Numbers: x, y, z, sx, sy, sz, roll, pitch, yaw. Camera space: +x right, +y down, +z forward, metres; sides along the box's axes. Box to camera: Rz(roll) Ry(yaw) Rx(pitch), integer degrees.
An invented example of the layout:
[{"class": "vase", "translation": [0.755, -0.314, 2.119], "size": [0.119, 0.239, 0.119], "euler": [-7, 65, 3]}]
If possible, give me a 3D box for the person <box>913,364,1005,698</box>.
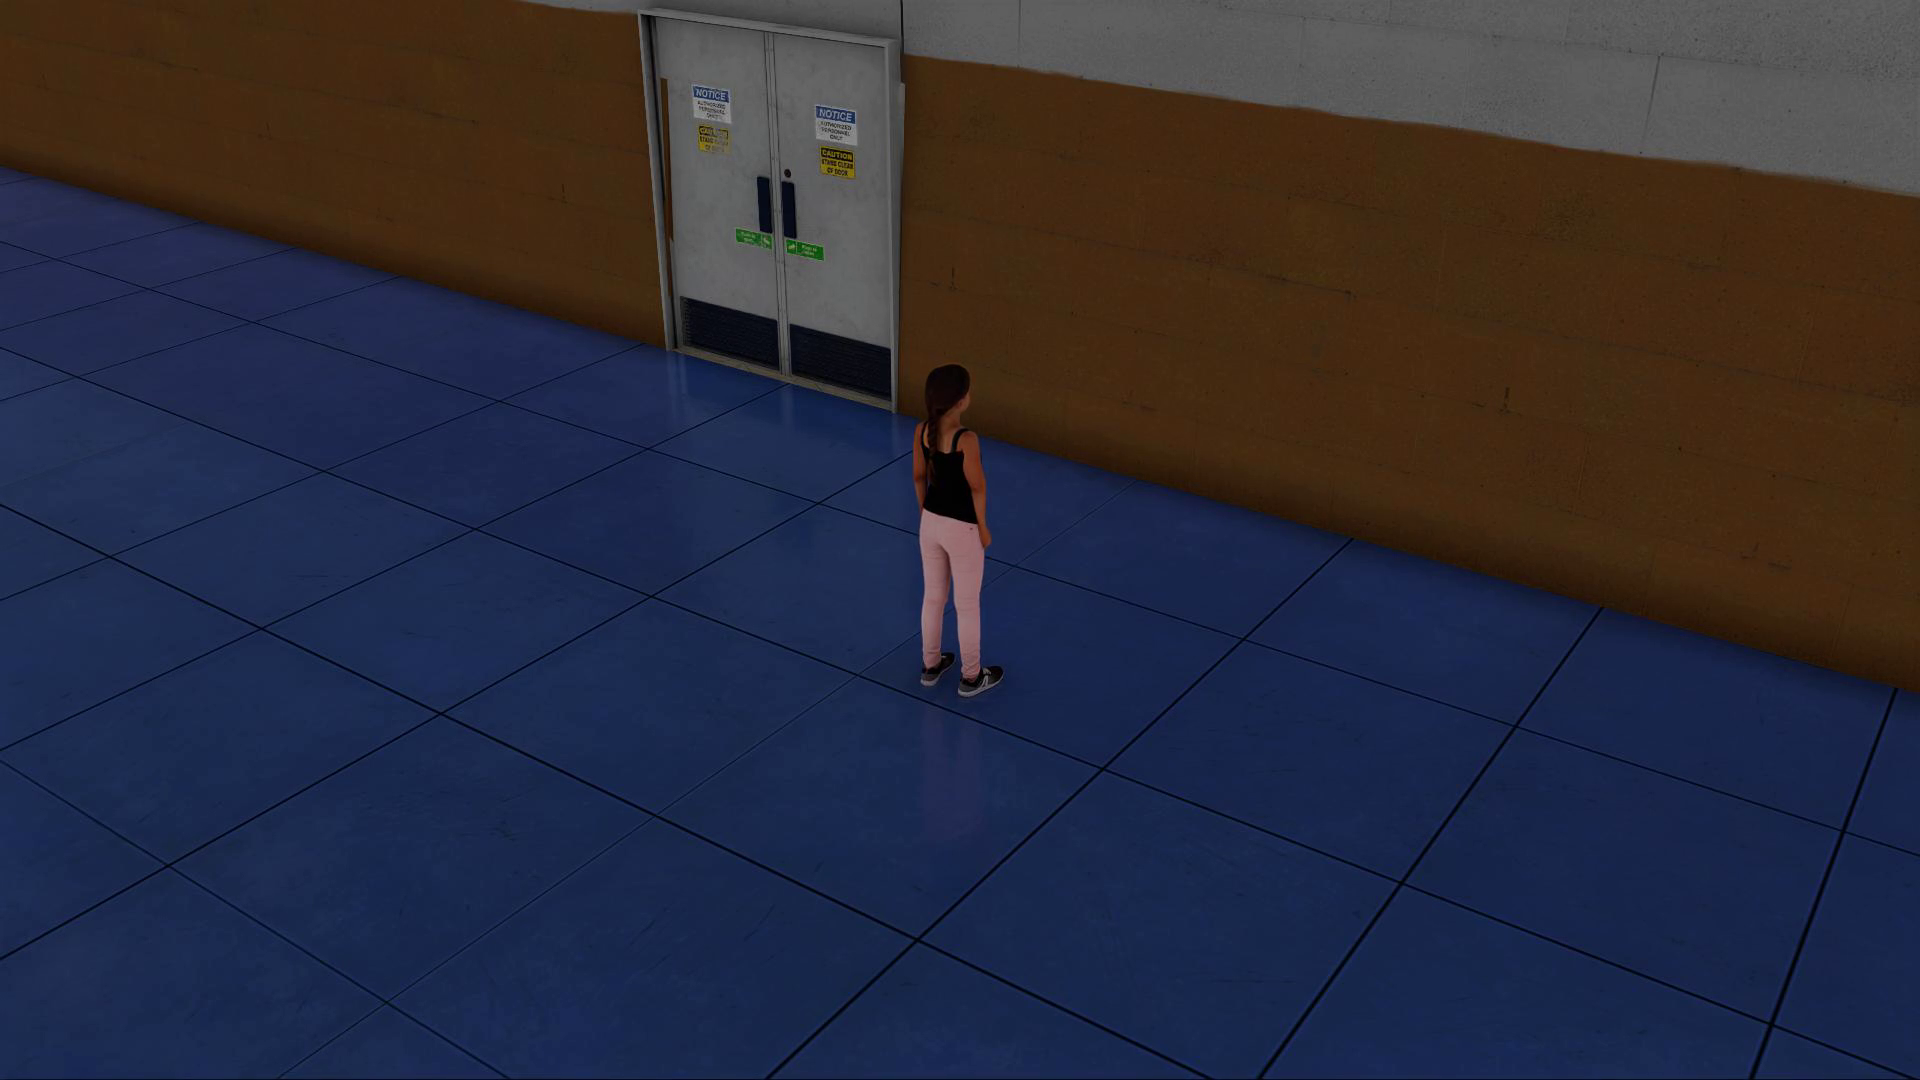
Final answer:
[{"class": "person", "translation": [-0.037, -0.042, 7.361], "size": [0.527, 1.565, 0.501], "euler": [18, 32, 31]}]
